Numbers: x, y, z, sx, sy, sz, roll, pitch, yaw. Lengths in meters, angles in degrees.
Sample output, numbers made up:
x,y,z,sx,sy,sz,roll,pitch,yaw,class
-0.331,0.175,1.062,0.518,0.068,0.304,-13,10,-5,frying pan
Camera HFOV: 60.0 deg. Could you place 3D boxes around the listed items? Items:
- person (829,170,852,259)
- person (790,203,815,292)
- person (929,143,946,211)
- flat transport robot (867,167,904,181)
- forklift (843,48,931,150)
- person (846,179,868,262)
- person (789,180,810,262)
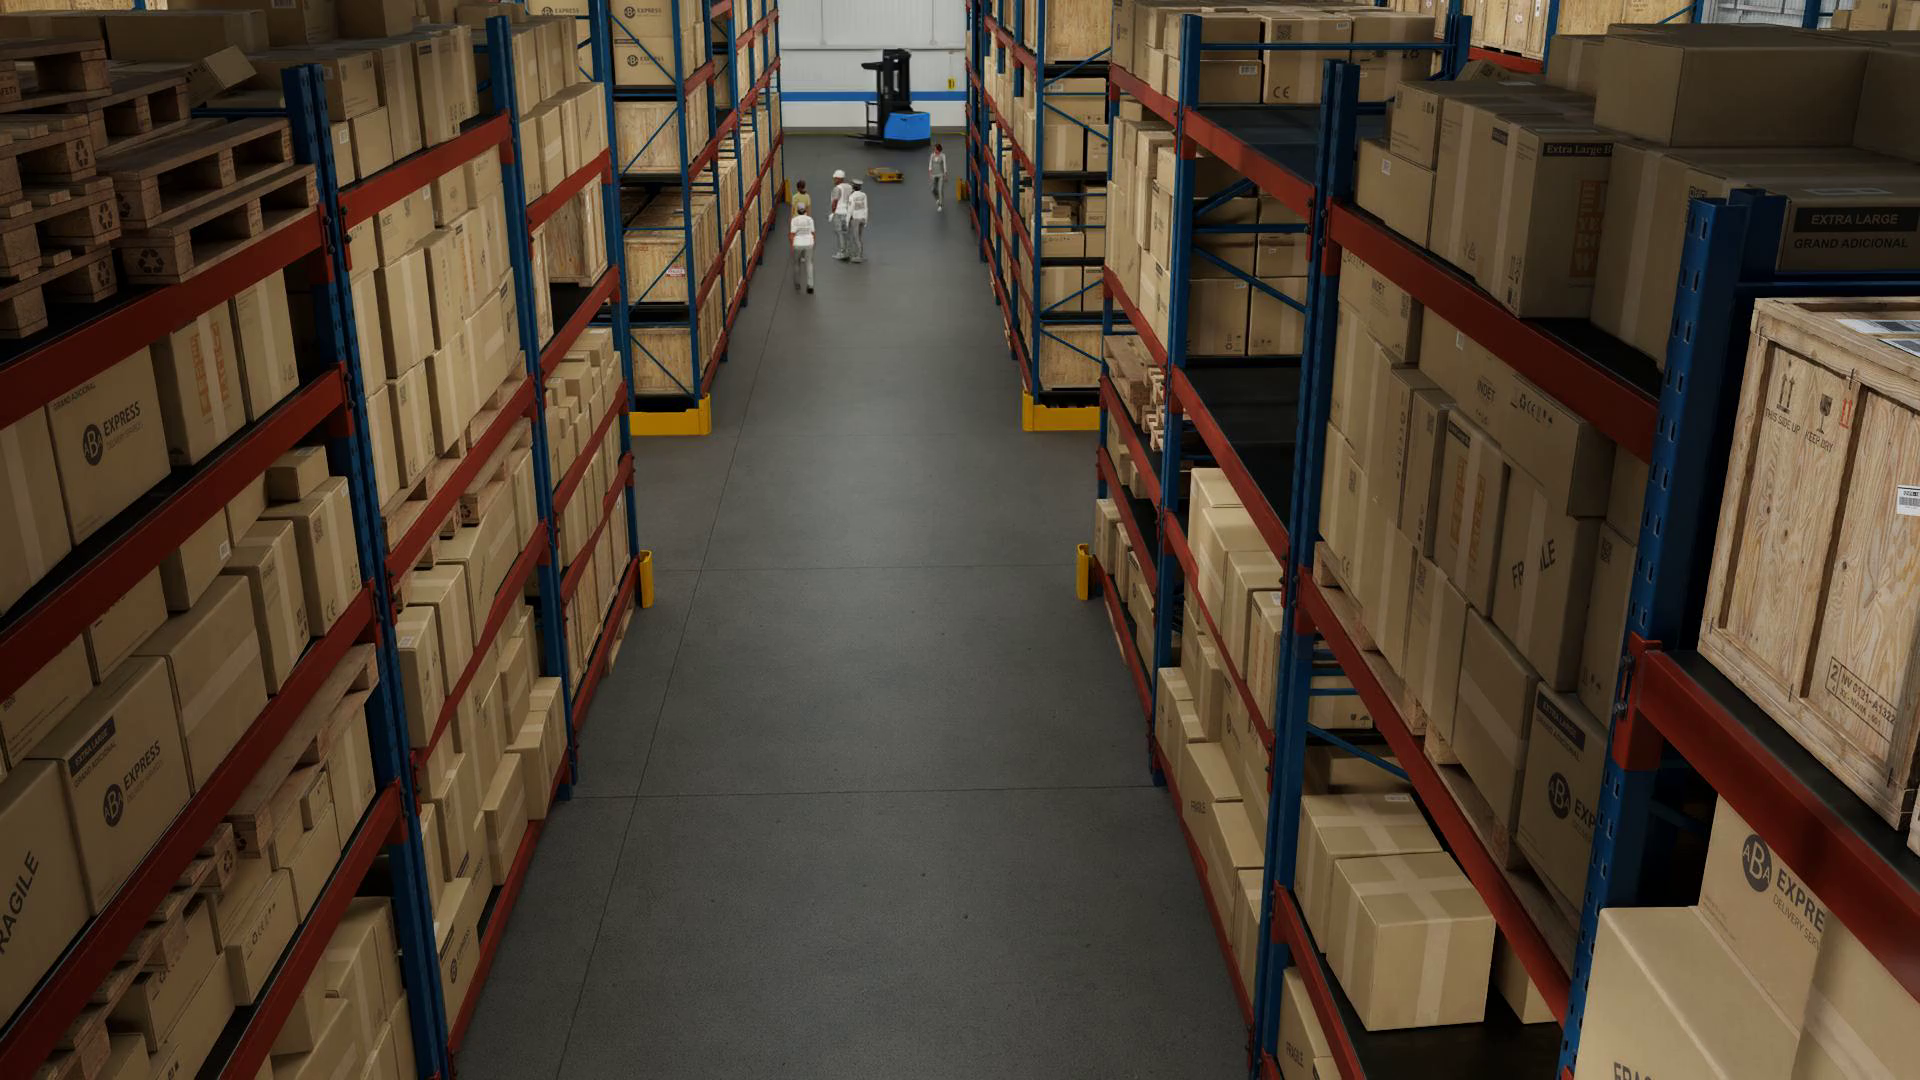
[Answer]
x,y,z,sx,sy,sz,roll,pitch,yaw,class
-2.467,-6.775,34.579,0.371,1.790,0.644,14,24,32,person
-2.991,-5.583,31.626,0.481,1.672,0.753,-3,21,-9,person
-0.540,-8.832,40.408,0.433,1.588,0.697,6,21,17,person
-2.042,-9.974,45.456,0.659,0.259,1.431,-6,21,-16,flat transport robot
-2.347,-13.766,51.727,3.031,2.941,1.121,17,26,38,forklift
-2.196,-6.601,34.280,0.536,1.677,0.495,17,26,38,person
-3.309,-6.562,34.195,0.500,1.674,0.425,-17,26,-38,person
